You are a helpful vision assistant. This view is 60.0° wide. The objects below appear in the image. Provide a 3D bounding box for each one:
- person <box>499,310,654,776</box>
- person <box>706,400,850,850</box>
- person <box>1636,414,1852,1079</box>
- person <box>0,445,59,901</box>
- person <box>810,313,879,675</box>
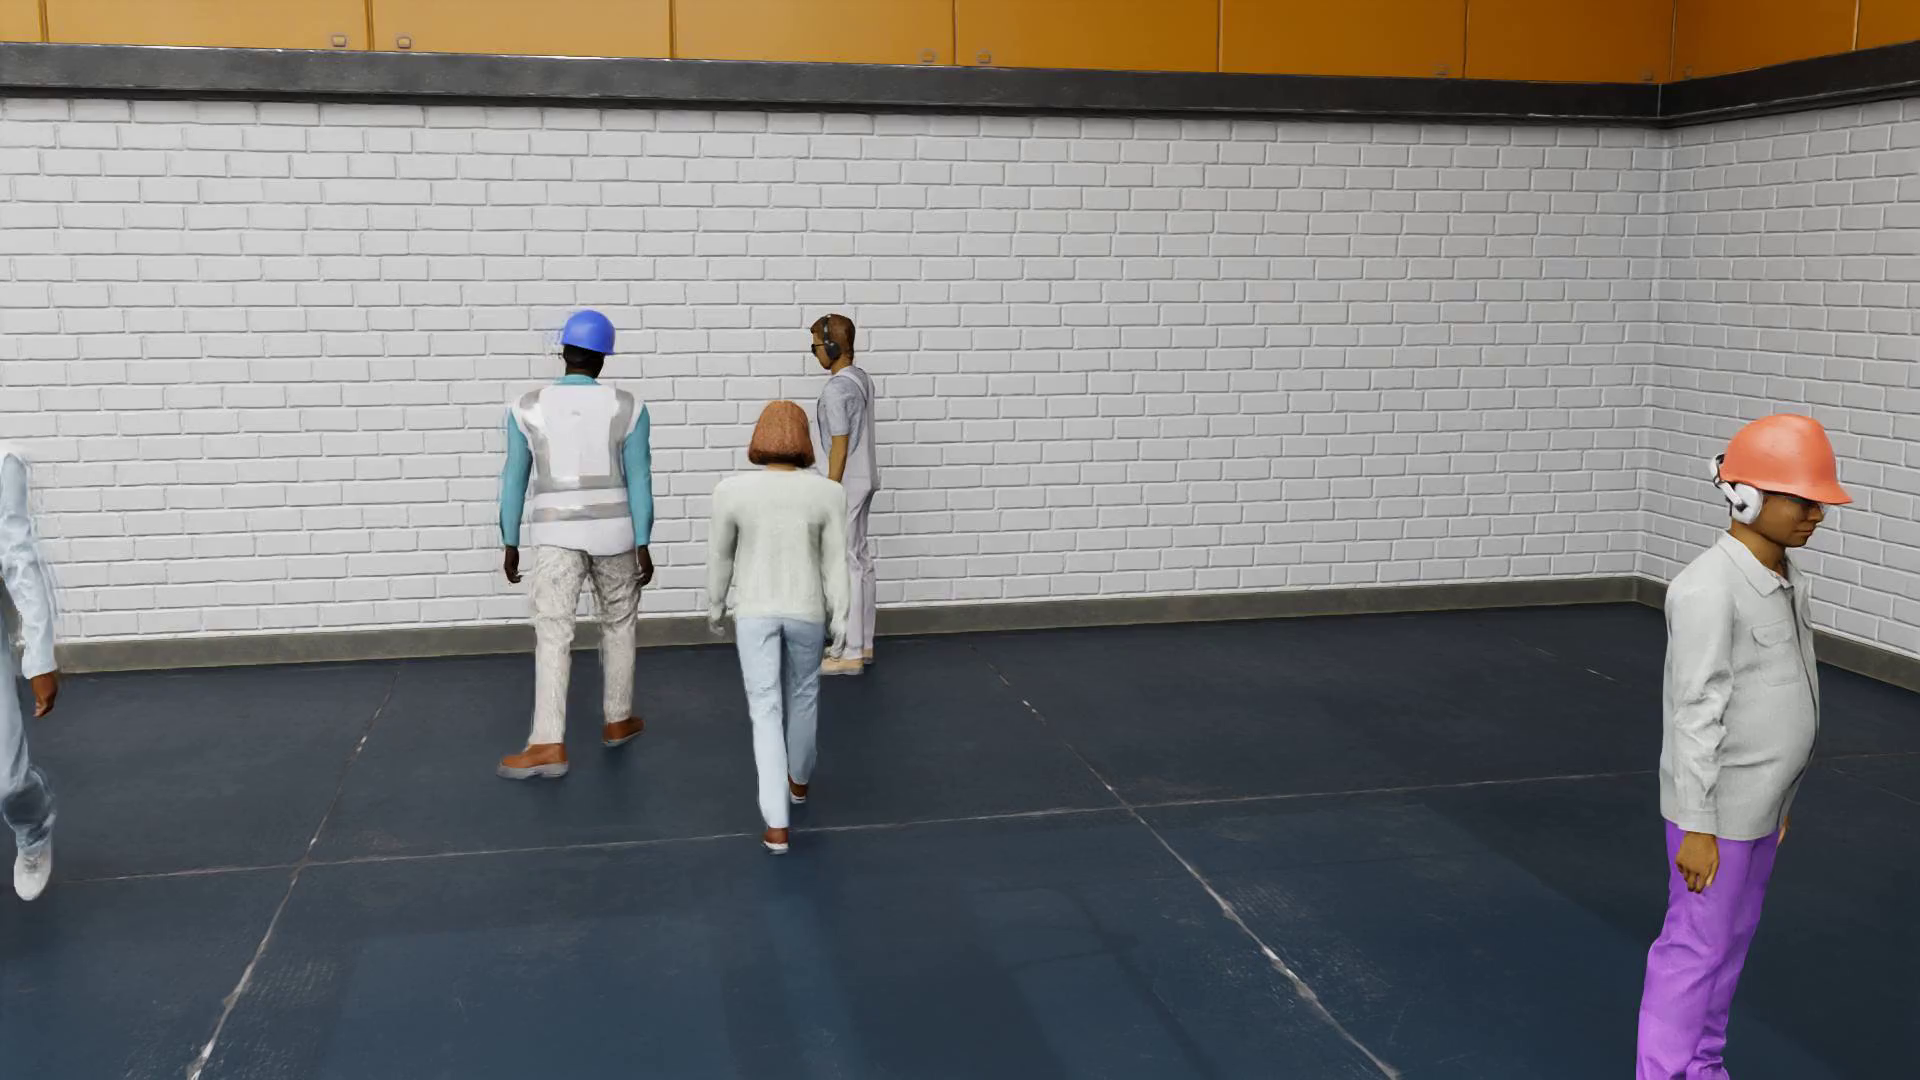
[{"bbox_3d":[-1.606,0.000,6.965,0.647,1.902,0.740,-2,9,-11],"label":"person"},{"bbox_3d":[-0.665,0.284,6.123,0.507,1.582,0.851,-2,10,-13],"label":"person"},{"bbox_3d":[1.798,0.582,3.809,0.345,1.746,0.573,8,13,42],"label":"person"},{"bbox_3d":[-3.002,0.334,4.967,0.621,1.878,0.804,-2,10,-12],"label":"person"},{"bbox_3d":[-0.599,-0.229,8.487,0.345,1.840,0.504,2,10,14],"label":"person"}]
